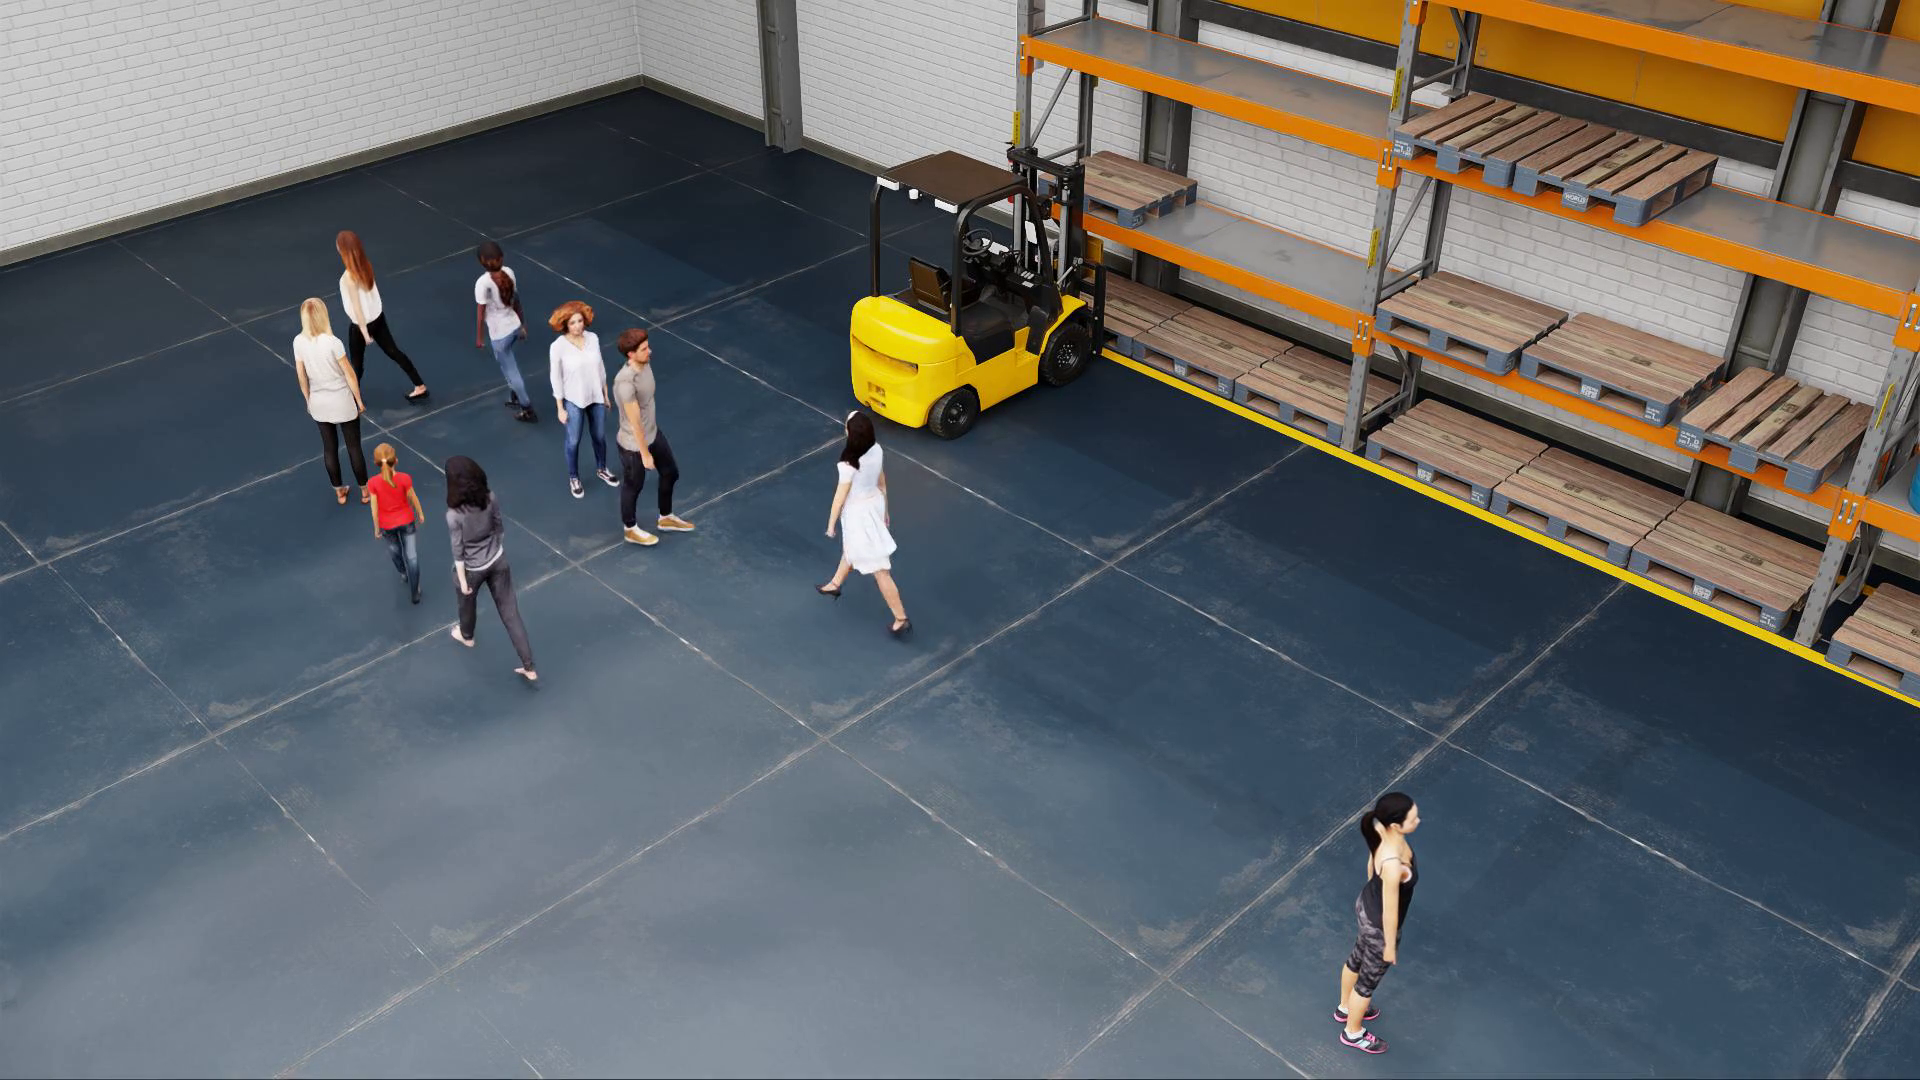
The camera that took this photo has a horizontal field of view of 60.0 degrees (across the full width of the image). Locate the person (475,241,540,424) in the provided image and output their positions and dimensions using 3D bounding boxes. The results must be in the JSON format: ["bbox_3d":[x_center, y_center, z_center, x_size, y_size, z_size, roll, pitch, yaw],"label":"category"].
[{"bbox_3d":[-3.943,-1.803,14.648,0.776,1.707,0.703,13,36,18],"label":"person"}]

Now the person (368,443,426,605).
[{"bbox_3d":[-4.209,-0.091,12.447,0.714,1.292,0.833,-9,35,-13],"label":"person"}]

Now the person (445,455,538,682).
[{"bbox_3d":[-3.262,0.243,11.569,1.170,1.708,0.621,28,43,35],"label":"person"}]

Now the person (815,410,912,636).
[{"bbox_3d":[-0.623,-0.051,11.969,1.202,1.755,0.731,23,40,30],"label":"person"}]

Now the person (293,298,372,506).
[{"bbox_3d":[-5.093,-1.111,13.501,0.683,1.825,0.747,1,34,1],"label":"person"}]

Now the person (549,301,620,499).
[{"bbox_3d":[-3.123,-1.195,13.731,0.681,1.711,0.639,-22,39,-29],"label":"person"}]

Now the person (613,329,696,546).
[{"bbox_3d":[-2.585,-0.789,12.970,0.907,1.876,0.844,9,35,13],"label":"person"}]

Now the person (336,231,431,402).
[{"bbox_3d":[-5.209,-1.952,14.898,1.200,1.678,0.971,7,34,11],"label":"person"}]

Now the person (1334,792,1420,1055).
[{"bbox_3d":[2.222,2.020,8.876,0.718,1.729,0.664,2,34,2],"label":"person"}]
